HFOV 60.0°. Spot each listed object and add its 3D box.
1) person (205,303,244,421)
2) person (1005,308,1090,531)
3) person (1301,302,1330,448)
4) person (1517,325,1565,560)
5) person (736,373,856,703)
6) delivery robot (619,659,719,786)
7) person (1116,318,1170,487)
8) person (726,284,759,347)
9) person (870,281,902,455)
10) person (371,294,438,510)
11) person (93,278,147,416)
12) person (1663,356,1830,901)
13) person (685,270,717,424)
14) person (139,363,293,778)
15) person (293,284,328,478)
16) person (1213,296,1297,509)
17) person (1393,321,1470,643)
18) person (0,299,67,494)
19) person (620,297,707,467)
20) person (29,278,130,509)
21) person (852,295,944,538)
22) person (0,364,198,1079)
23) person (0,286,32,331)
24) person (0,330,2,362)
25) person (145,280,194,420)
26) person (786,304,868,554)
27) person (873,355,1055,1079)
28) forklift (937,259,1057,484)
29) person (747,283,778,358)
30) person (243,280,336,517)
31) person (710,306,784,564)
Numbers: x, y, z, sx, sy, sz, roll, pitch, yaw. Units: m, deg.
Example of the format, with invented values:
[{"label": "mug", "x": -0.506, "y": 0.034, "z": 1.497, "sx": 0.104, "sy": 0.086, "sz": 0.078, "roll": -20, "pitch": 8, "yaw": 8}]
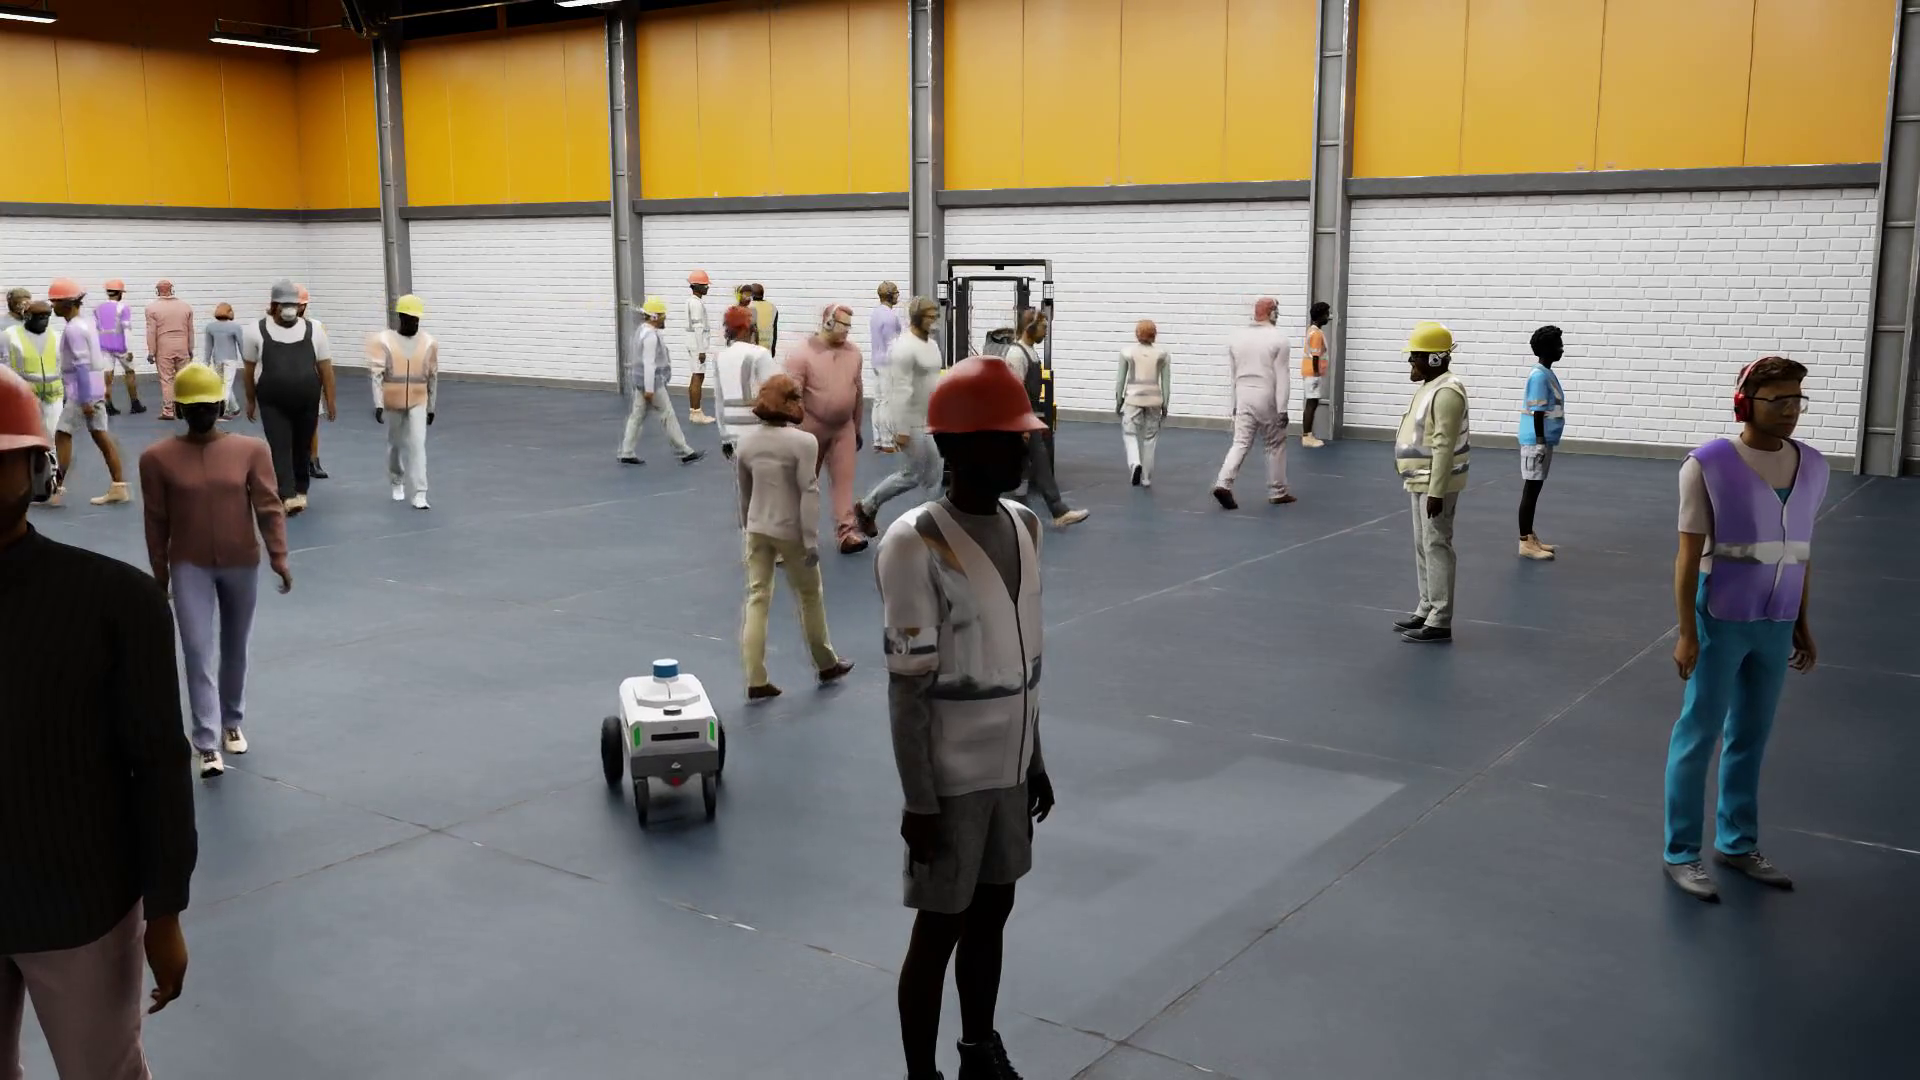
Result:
[{"label": "person", "x": -9.975, "y": -2.434, "z": 22.697, "sx": 0.534, "sy": 1.586, "sz": 0.843, "roll": 1, "pitch": 10, "yaw": 6}, {"label": "person", "x": 0.539, "y": -0.953, "z": 13.311, "sx": 0.993, "sy": 1.775, "sz": 0.545, "roll": 5, "pitch": 11, "yaw": 25}, {"label": "person", "x": 4.127, "y": -1.918, "z": 19.335, "sx": 0.319, "sy": 1.692, "sz": 0.542, "roll": 1, "pitch": 10, "yaw": 9}, {"label": "person", "x": 4.231, "y": -0.711, "z": 12.120, "sx": 0.319, "sy": 1.696, "sz": 0.532, "roll": 4, "pitch": 10, "yaw": 21}, {"label": "person", "x": -0.837, "y": -0.029, "z": 8.300, "sx": 0.530, "sy": 1.598, "sz": 0.784, "roll": 5, "pitch": 11, "yaw": 29}, {"label": "delivery robot", "x": -1.178, "y": 0.724, "z": 6.688, "sx": 0.477, "sy": 0.478, "sz": 0.707, "roll": -3, "pitch": 10, "yaw": -15}, {"label": "person", "x": 1.736, "y": -1.279, "z": 15.725, "sx": 0.517, "sy": 1.628, "sz": 0.577, "roll": 0, "pitch": 10, "yaw": -1}, {"label": "person", "x": -2.957, "y": -2.542, "z": 22.575, "sx": 0.560, "sy": 1.849, "sz": 0.489, "roll": -8, "pitch": 13, "yaw": -41}, {"label": "person", "x": -0.805, "y": -1.911, "z": 18.549, "sx": 0.369, "sy": 1.940, "sz": 0.631, "roll": -3, "pitch": 10, "yaw": -20}, {"label": "person", "x": -4.926, "y": -1.242, "z": 14.778, "sx": 0.595, "sy": 1.874, "sz": 1.025, "roll": -5, "pitch": 11, "yaw": -26}, {"label": "person", "x": -11.821, "y": -2.712, "z": 23.406, "sx": 0.578, "sy": 1.907, "sz": 0.780, "roll": 1, "pitch": 10, "yaw": 5}, {"label": "person", "x": 2.680, "y": 0.291, "z": 5.709, "sx": 0.564, "sy": 1.846, "sz": 0.391, "roll": -3, "pitch": 10, "yaw": -18}, {"label": "person", "x": -3.456, "y": -2.564, "z": 22.125, "sx": 0.374, "sy": 2.043, "sz": 0.613, "roll": -3, "pitch": 10, "yaw": -16}, {"label": "person", "x": -3.126, "y": 0.127, "z": 7.025, "sx": 0.540, "sy": 1.726, "sz": 0.867, "roll": -5, "pitch": 11, "yaw": -30}, {"label": "person", "x": -6.508, "y": -1.555, "z": 16.441, "sx": 0.547, "sy": 1.934, "sz": 0.376, "roll": -8, "pitch": 12, "yaw": -39}, {"label": "person", "x": 2.598, "y": -1.202, "z": 14.594, "sx": 0.648, "sy": 1.860, "sz": 0.967, "roll": 9, "pitch": 13, "yaw": 43}, {"label": "person", "x": 2.678, "y": -0.329, "z": 9.479, "sx": 0.403, "sy": 1.825, "sz": 0.591, "roll": 1, "pitch": 10, "yaw": 3}, {"label": "person", "x": -8.647, "y": -1.334, "z": 15.494, "sx": 0.687, "sy": 1.813, "sz": 0.646, "roll": 8, "pitch": 12, "yaw": 40}, {"label": "person", "x": -3.165, "y": -1.649, "z": 17.433, "sx": 0.923, "sy": 1.782, "sz": 0.603, "roll": -4, "pitch": 10, "yaw": -22}, {"label": "person", "x": -7.812, "y": -1.270, "z": 14.548, "sx": 0.953, "sy": 2.002, "sz": 0.620, "roll": -2, "pitch": 10, "yaw": -14}, {"label": "person", "x": -0.394, "y": -0.870, "z": 12.446, "sx": 0.781, "sy": 1.915, "sz": 0.628, "roll": 4, "pitch": 10, "yaw": 25}, {"label": "person", "x": -1.717, "y": 0.665, "z": 3.028, "sx": 0.622, "sy": 1.996, "sz": 0.369, "roll": -1, "pitch": 10, "yaw": -4}, {"label": "person", "x": -9.019, "y": -1.482, "z": 16.039, "sx": 0.437, "sy": 1.922, "sz": 0.622, "roll": 0, "pitch": 10, "yaw": 1}, {"label": "person", "x": -8.928, "y": -1.301, "z": 15.074, "sx": 0.606, "sy": 1.891, "sz": 0.636, "roll": -8, "pitch": 12, "yaw": -38}, {"label": "person", "x": -10.767, "y": -2.584, "z": 22.669, "sx": 0.401, "sy": 1.905, "sz": 0.642, "roll": 8, "pitch": 13, "yaw": 41}, {"label": "person", "x": -0.999, "y": -0.829, "z": 12.408, "sx": 0.702, "sy": 1.837, "sz": 1.036, "roll": -5, "pitch": 11, "yaw": -28}, {"label": "person", "x": 0.044, "y": 0.532, "z": 3.990, "sx": 0.352, "sy": 1.942, "sz": 0.545, "roll": 7, "pitch": 12, "yaw": 35}, {"label": "forklift", "x": 0.370, "y": -1.738, "z": 16.759, "sx": 1.214, "sy": 2.155, "sz": 2.313, "roll": 1, "pitch": 10, "yaw": 3}, {"label": "person", "x": -2.923, "y": -2.779, "z": 24.009, "sx": 0.633, "sy": 1.841, "sz": 0.429, "roll": -9, "pitch": 13, "yaw": -42}, {"label": "person", "x": -5.727, "y": -1.240, "z": 14.246, "sx": 0.696, "sy": 2.000, "sz": 1.005, "roll": -6, "pitch": 11, "yaw": -30}, {"label": "person", "x": -1.501, "y": -0.741, "z": 11.903, "sx": 0.687, "sy": 1.842, "sz": 0.422, "roll": 9, "pitch": 13, "yaw": 44}]
